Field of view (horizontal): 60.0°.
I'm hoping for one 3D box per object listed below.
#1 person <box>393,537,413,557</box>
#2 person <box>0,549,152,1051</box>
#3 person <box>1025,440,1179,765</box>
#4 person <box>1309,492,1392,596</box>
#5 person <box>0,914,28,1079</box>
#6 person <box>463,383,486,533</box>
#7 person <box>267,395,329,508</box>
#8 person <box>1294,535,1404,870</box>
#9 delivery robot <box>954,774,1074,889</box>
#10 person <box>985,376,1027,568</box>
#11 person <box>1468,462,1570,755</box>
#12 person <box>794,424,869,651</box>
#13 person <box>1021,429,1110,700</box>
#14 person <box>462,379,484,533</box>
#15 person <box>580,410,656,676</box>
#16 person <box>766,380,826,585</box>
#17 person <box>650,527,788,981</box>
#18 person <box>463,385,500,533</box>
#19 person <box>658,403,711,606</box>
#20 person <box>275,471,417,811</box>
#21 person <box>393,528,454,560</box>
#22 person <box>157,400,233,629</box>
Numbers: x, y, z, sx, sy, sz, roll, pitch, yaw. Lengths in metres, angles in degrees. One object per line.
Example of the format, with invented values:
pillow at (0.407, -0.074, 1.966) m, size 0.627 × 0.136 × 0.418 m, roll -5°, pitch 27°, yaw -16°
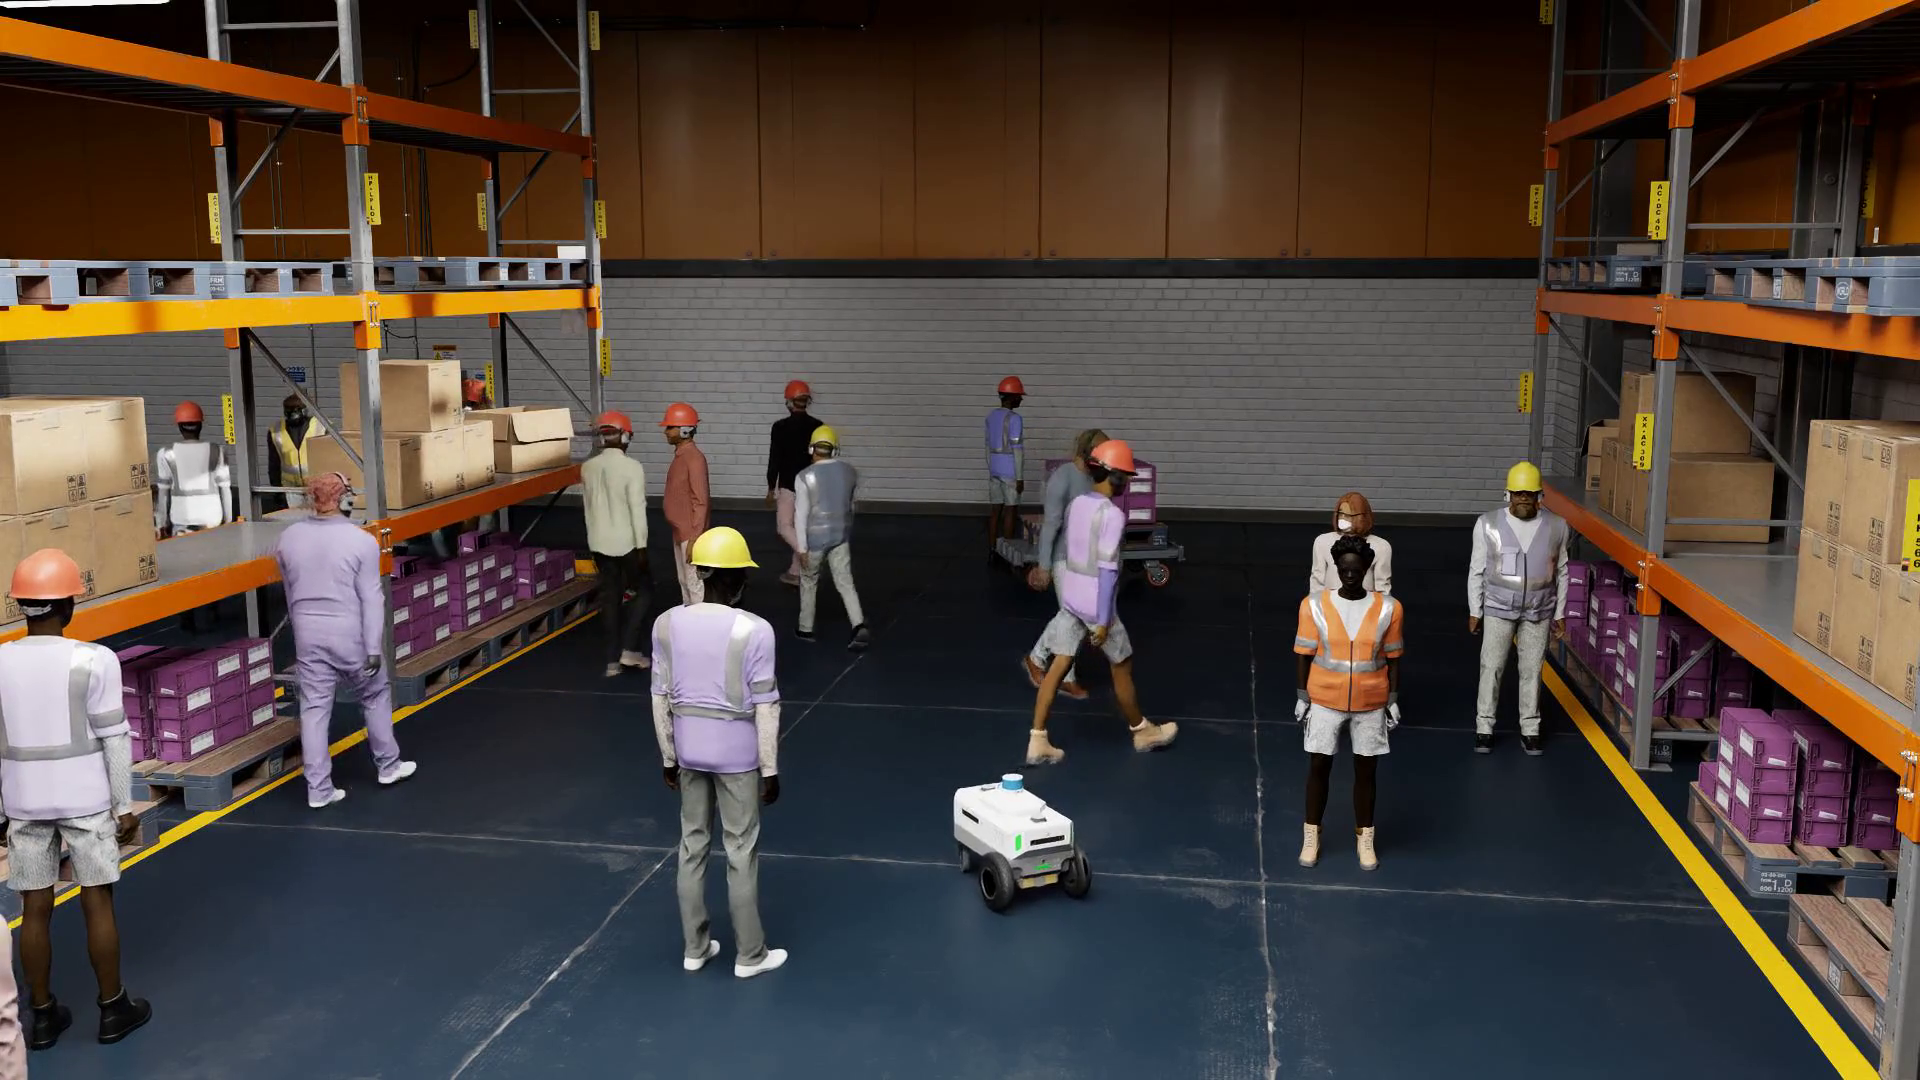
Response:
person at (-5.083, -0.219, 14.704) m, size 0.539 × 1.678 × 0.531 m, roll 2°, pitch 9°, yaw 12°
person at (-3.465, 0.996, 6.419) m, size 0.548 × 1.937 × 0.379 m, roll -1°, pitch 9°, yaw -7°
person at (0.832, 0.379, 10.111) m, size 1.086 × 1.977 × 0.639 m, roll -5°, pitch 10°, yaw -28°
person at (2.423, 0.508, 10.368) m, size 0.499 × 1.632 × 0.285 m, roll 4°, pitch 10°, yaw 23°
person at (-2.625, 1.449, 4.208) m, size 0.533 × 1.747 × 0.536 m, roll -2°, pitch 10°, yaw -15°
person at (-4.792, -0.616, 16.538) m, size 0.396 × 1.890 × 0.573 m, roll -8°, pitch 12°, yaw -41°
person at (-6.388, -0.512, 16.187) m, size 0.635 × 1.800 × 0.715 m, roll -1°, pitch 9°, yaw -8°
person at (1.936, 0.809, 8.313) m, size 0.541 × 1.695 × 0.316 m, roll 1°, pitch 9°, yaw 9°
delivery robot at (0.251, 1.376, 8.045) m, size 0.477 × 0.478 × 0.707 m, roll -4°, pitch 10°, yaw -26°
person at (0.483, -0.686, 16.806) m, size 0.375 × 1.934 × 0.548 m, roll -6°, pitch 11°, yaw -33°
person at (3.446, 0.424, 10.271) m, size 0.602 × 1.830 × 0.404 m, roll 1°, pitch 9°, yaw 9°
person at (-1.033, -0.019, 13.175) m, size 0.582 × 1.790 × 0.911 m, roll -6°, pitch 11°, yaw -31°
person at (0.778, 0.169, 11.628) m, size 0.476 × 1.903 × 0.710 m, roll 7°, pitch 12°, yaw 38°
person at (-5.008, -0.723, 17.185) m, size 0.342 × 1.883 × 0.587 m, roll -2°, pitch 9°, yaw -11°
person at (-2.507, 0.030, 12.316) m, size 0.665 × 1.956 × 0.443 m, roll 5°, pitch 11°, yaw 30°
person at (-1.489, -0.514, 15.606) m, size 0.623 × 1.976 × 0.760 m, roll -8°, pitch 12°, yaw -42°
person at (-1.017, 0.901, 7.047) m, size 0.589 × 1.924 × 0.383 m, roll 4°, pitch 10°, yaw 22°
person at (-4.671, -0.609, 16.407) m, size 0.697 × 1.912 × 0.639 m, roll 8°, pitch 12°, yaw 41°
person at (-2.093, -0.053, 12.710) m, size 0.379 × 1.996 × 0.609 m, roll -4°, pitch 10°, yaw -22°
person at (-3.478, 0.539, 9.446) m, size 0.648 × 1.878 × 0.846 m, roll 1°, pitch 9°, yaw 8°
person at (-5.202, -0.435, 16.268) m, size 0.816 × 1.587 × 0.523 m, roll -5°, pitch 10°, yaw -28°
person at (-6.362, -0.203, 13.867) m, size 0.562 × 1.919 × 0.731 m, roll -4°, pitch 10°, yaw -21°
